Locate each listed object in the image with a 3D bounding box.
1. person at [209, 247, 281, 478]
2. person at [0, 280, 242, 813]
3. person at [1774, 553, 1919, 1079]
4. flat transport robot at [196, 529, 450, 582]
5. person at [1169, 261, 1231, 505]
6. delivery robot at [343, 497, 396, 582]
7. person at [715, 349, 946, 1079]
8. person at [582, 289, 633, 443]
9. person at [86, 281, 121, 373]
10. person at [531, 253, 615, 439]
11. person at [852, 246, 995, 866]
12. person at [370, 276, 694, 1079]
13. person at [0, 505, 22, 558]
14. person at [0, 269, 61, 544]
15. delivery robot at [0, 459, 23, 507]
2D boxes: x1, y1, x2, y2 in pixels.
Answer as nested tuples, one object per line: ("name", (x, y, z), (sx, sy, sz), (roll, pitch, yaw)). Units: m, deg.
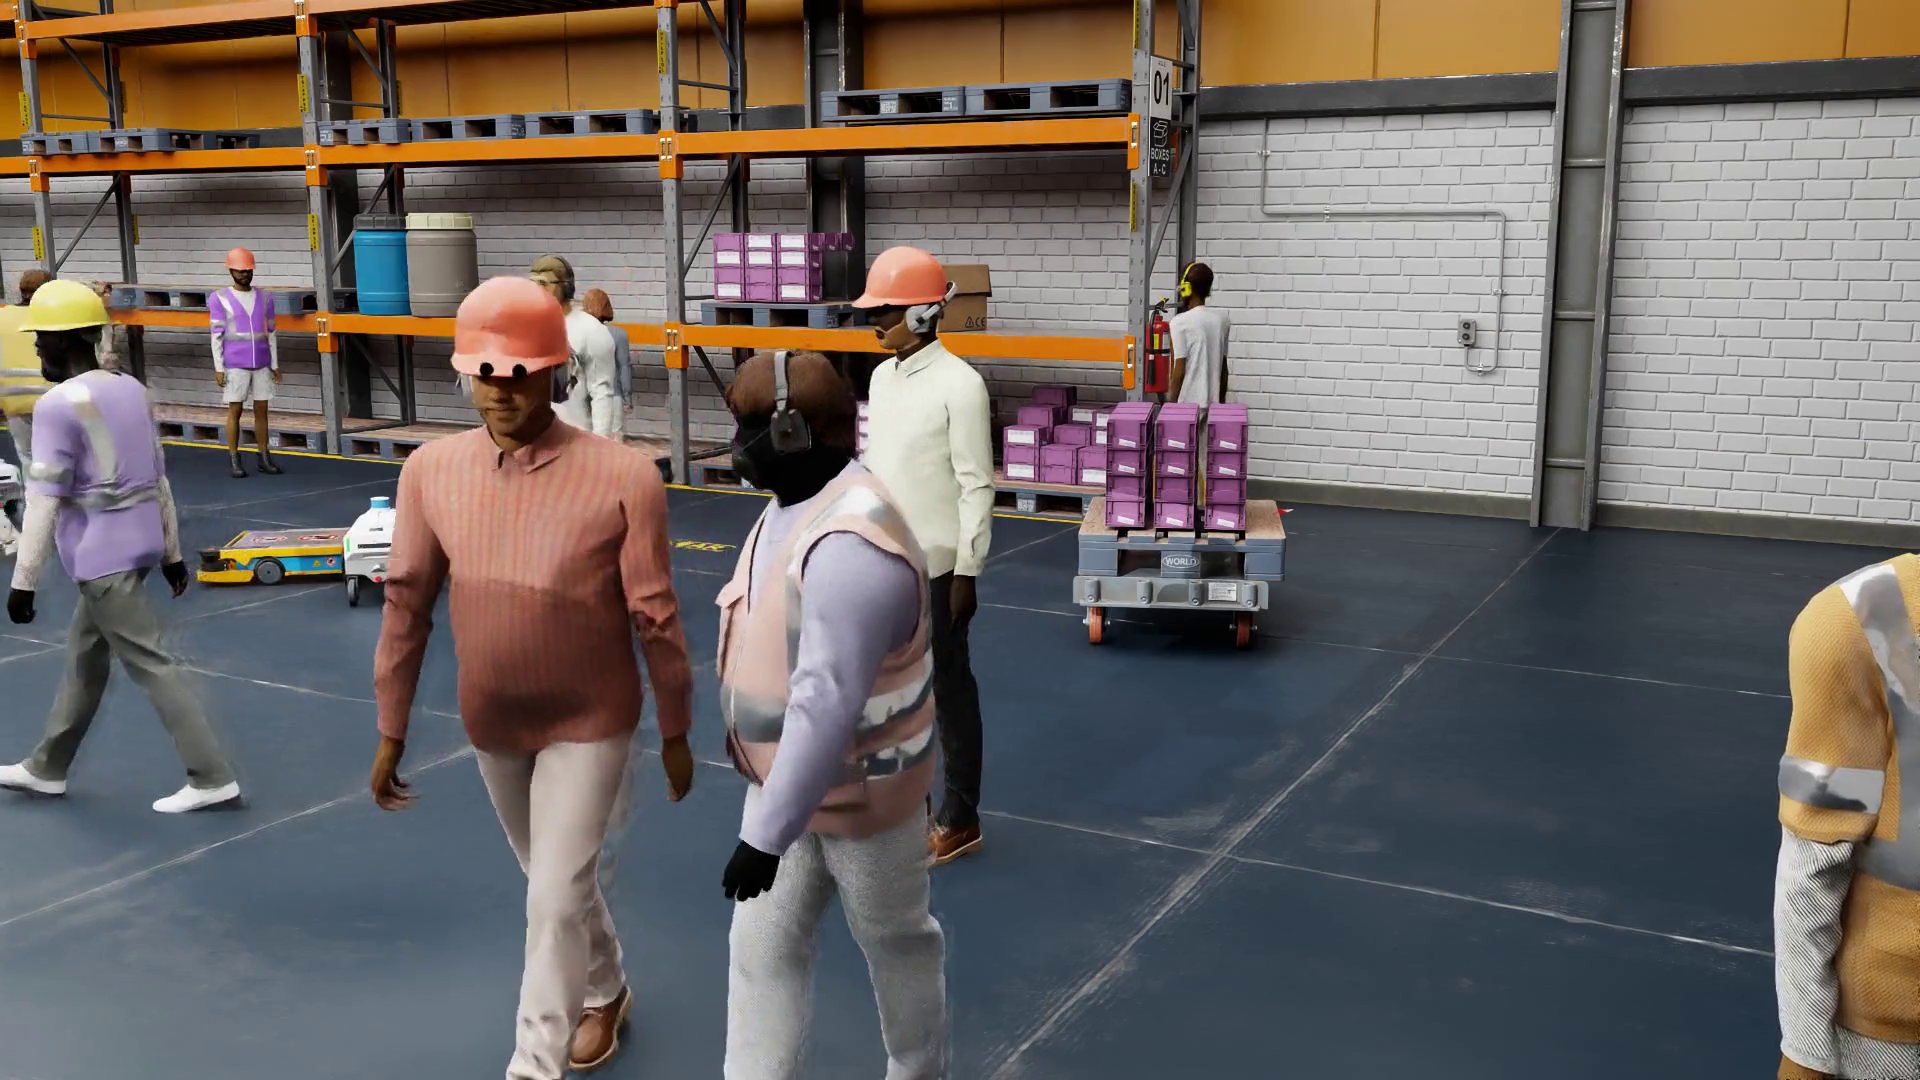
("person", (-6.018, -1.497, 14.064), (0.551, 1.934, 0.373), (-10, 14, -44))
("person", (-3.019, 0.040, 5.808), (0.993, 1.873, 0.625), (0, 10, 0))
("person", (1.418, 0.651, 2.331), (0.544, 1.932, 0.376), (0, 10, -1))
("flat transport robot", (-3.771, 0.073, 10.029), (1.431, 0.197, 0.652), (-2, 11, -12))
("person", (1.510, -0.839, 10.653), (0.532, 1.866, 0.312), (-8, 13, -37))
("delivery robot", (-3.263, 0.000, 9.393), (0.477, 0.478, 0.707), (-2, 11, -13))
("person", (-0.314, 0.517, 3.408), (0.839, 1.789, 0.603), (-7, 13, -34))
("person", (-2.715, -1.074, 12.569), (0.500, 1.636, 0.280), (1, 10, 3))
("person", (-7.534, -1.447, 14.613), (0.310, 1.636, 0.522), (-3, 11, -16))
("person", (-2.022, -0.462, 8.388), (0.632, 1.940, 0.372), (4, 11, 23))
("person", (-0.140, 0.056, 5.396), (0.394, 1.990, 0.618), (-7, 12, -34))
("person", (-0.944, 0.396, 3.692), (0.656, 1.934, 1.061), (2, 11, 13))
("person", (-6.132, -0.623, 10.187), (0.822, 1.599, 0.530), (-1, 10, -7))
("person", (-6.058, -0.881, 11.042), (0.640, 1.809, 0.774), (-1, 10, -7))
("delivery robot", (-6.949, -0.442, 11.811), (0.707, 0.478, 0.477), (10, 14, 43))
